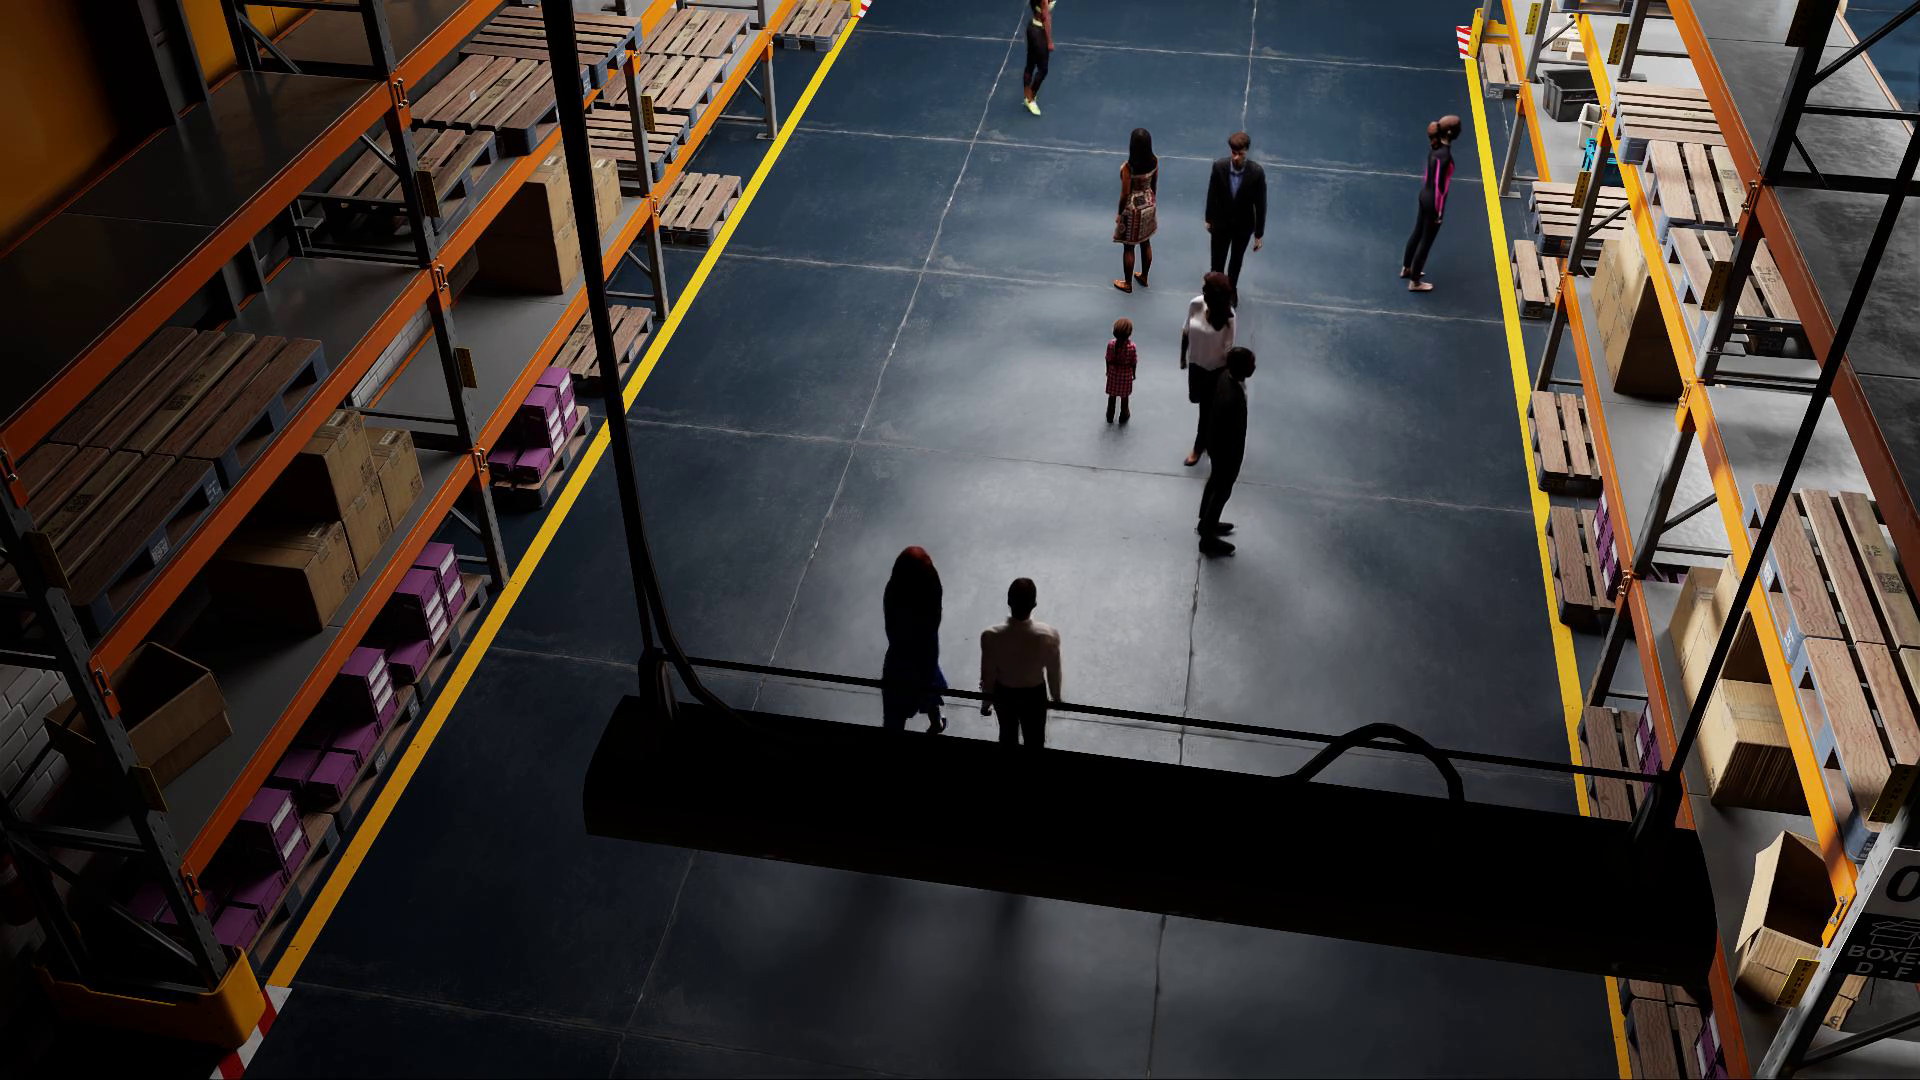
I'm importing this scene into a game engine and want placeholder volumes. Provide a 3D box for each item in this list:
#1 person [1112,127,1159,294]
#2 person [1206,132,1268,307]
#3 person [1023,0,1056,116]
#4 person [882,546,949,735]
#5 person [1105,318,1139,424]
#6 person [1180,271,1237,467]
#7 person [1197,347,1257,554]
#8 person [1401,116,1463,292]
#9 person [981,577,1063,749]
[{"bbox_3d":[1.680,-3.144,15.820,0.713,1.644,0.765,-23,44,-26],"label":"person"},{"bbox_3d":[2.554,-2.980,15.459,0.777,1.840,1.106,7,39,8],"label":"person"},{"bbox_3d":[0.876,-5.771,19.040,0.799,1.731,0.599,-14,41,-16],"label":"person"},{"bbox_3d":[-0.345,0.934,10.624,0.849,1.758,1.147,24,44,27],"label":"person"},{"bbox_3d":[1.367,-1.449,14.197,0.422,1.022,0.436,7,39,8],"label":"person"},{"bbox_3d":[2.080,-1.446,13.594,0.918,1.770,1.066,24,45,27],"label":"person"},{"bbox_3d":[2.007,-0.699,12.636,0.743,1.799,0.535,1,39,1],"label":"person"},{"bbox_3d":[4.491,-3.221,15.835,0.654,1.747,0.535,-3,39,-4],"label":"person"},{"bbox_3d":[0.381,1.052,10.410,0.787,1.841,1.180,1,39,1],"label":"person"}]
